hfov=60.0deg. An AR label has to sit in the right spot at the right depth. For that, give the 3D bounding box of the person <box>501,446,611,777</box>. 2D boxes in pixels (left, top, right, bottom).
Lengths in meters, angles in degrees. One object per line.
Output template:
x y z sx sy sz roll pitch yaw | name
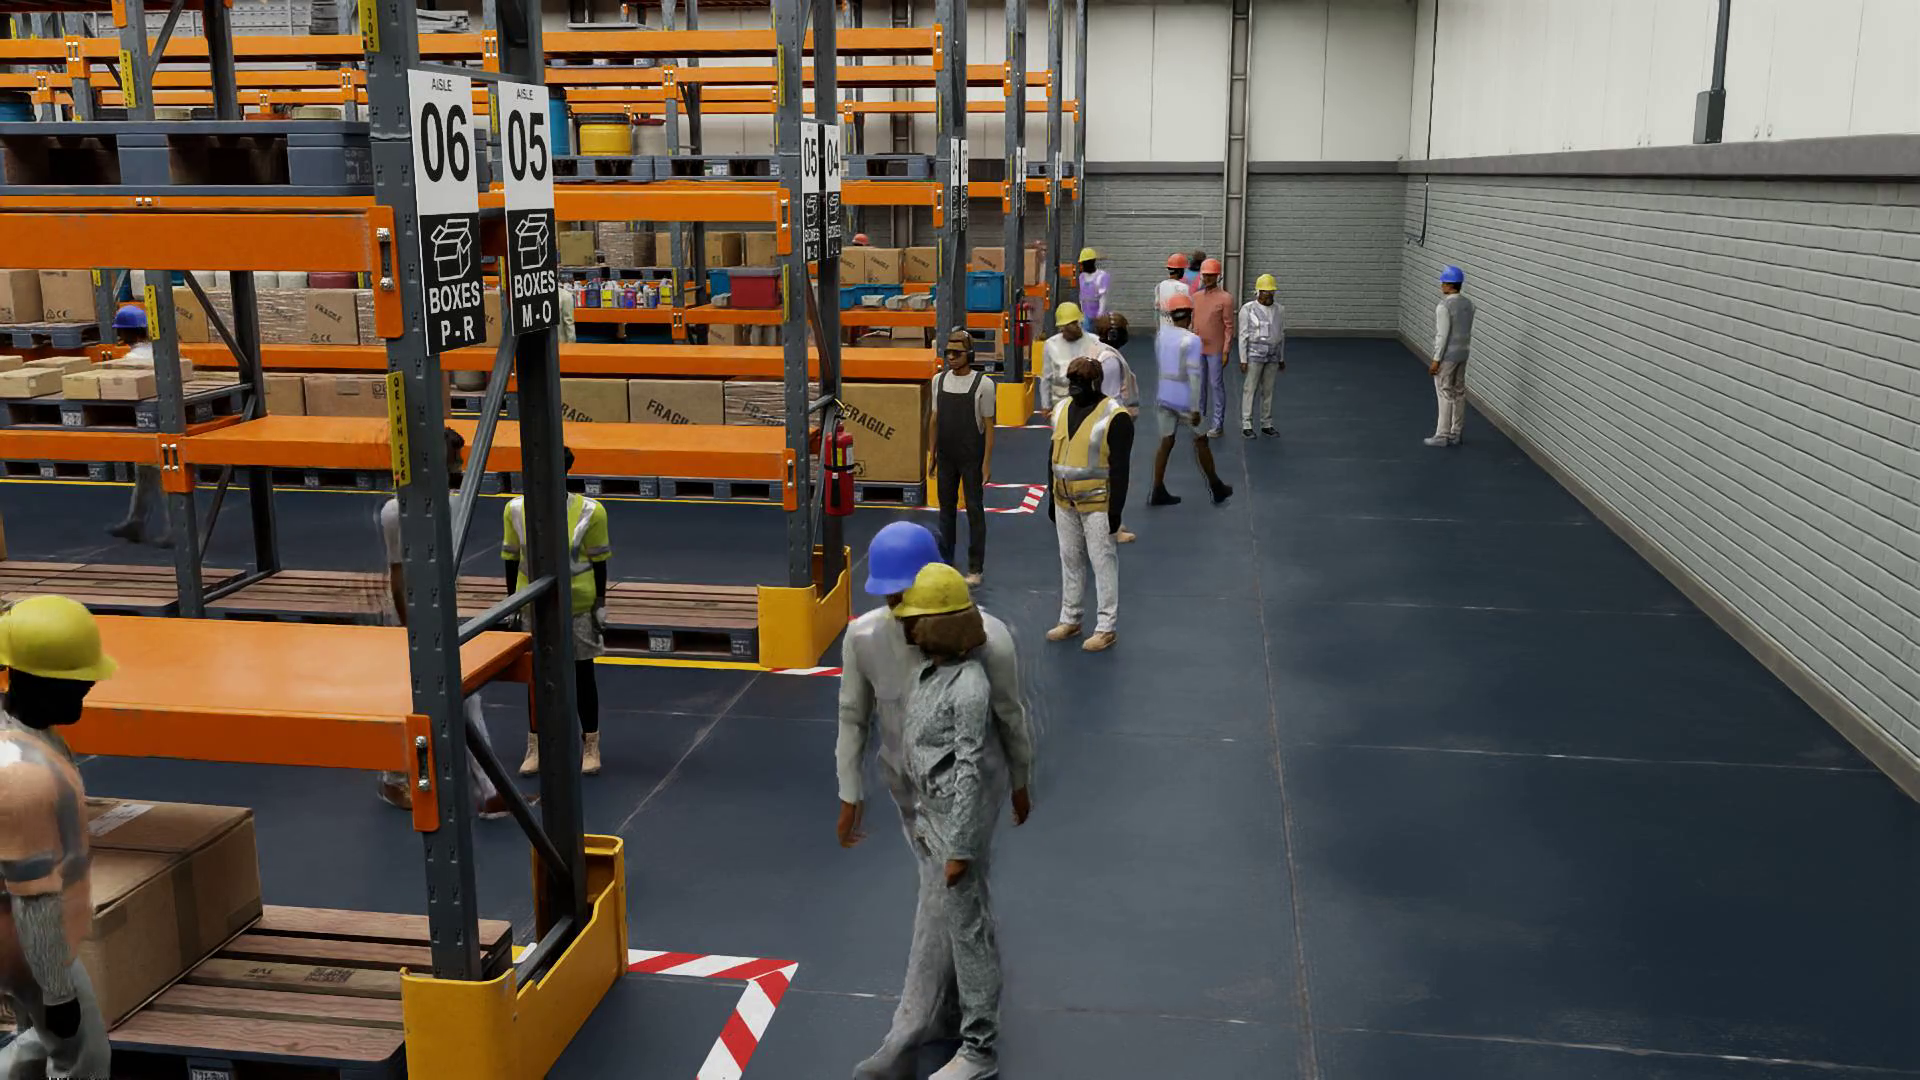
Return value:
-1.977 0.330 8.169 0.532 1.695 0.319 0 12 -2 | person

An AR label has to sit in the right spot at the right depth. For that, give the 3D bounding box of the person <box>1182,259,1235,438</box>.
2.790 -2.153 18.691 0.378 1.995 0.622 -11 16 -40 | person

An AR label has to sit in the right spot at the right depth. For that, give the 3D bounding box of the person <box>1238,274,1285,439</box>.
3.387 -2.049 18.596 0.600 1.832 0.404 -6 14 -24 | person

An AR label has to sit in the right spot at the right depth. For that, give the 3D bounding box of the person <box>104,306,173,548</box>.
-6.521 -0.874 13.090 0.882 1.914 0.639 1 13 3 | person

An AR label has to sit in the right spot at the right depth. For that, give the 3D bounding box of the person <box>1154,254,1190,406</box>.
2.712 -2.640 21.023 0.356 1.936 0.551 -10 16 -39 | person

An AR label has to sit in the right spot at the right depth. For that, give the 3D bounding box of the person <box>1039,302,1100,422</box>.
1.017 -1.226 14.959 0.610 1.796 0.698 1 13 5 | person

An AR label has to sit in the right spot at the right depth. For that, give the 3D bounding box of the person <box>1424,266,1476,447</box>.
5.314 -1.987 18.057 0.618 1.944 0.400 -11 16 -40 | person

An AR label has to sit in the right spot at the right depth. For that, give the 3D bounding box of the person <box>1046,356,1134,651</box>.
0.784 -0.234 10.408 0.429 1.836 0.630 -12 17 -43 | person

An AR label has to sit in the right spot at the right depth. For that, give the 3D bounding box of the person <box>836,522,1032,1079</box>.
-0.089 0.817 5.616 0.617 1.857 1.084 6 14 24 | person

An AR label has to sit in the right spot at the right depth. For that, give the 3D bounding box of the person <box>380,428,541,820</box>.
-2.356 0.408 7.542 0.982 1.808 0.557 8 15 31 | person

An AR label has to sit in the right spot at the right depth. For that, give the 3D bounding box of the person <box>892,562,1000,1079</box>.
-0.057 0.920 5.412 0.317 1.738 0.491 -5 13 -20 | person

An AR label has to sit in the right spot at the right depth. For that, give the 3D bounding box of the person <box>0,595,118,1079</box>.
-2.531 1.065 4.419 0.681 1.880 0.645 -8 15 -32 | person

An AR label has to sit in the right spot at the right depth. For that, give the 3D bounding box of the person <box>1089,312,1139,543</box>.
1.227 -0.910 13.432 0.429 1.846 0.627 -1 13 -6 | person

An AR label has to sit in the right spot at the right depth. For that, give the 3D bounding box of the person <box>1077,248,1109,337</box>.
1.857 -3.213 23.769 0.599 1.863 1.027 11 16 40 | person

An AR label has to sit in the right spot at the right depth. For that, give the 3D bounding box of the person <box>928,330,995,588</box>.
0.000 -0.576 11.918 0.505 1.846 0.346 6 14 24 | person

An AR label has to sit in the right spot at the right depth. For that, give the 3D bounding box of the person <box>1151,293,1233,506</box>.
2.068 -1.252 14.880 0.800 1.888 0.588 -11 16 -40 | person

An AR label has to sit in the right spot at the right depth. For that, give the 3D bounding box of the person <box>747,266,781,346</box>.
-2.780 -3.049 23.548 0.515 1.641 0.315 -4 13 -18 | person
